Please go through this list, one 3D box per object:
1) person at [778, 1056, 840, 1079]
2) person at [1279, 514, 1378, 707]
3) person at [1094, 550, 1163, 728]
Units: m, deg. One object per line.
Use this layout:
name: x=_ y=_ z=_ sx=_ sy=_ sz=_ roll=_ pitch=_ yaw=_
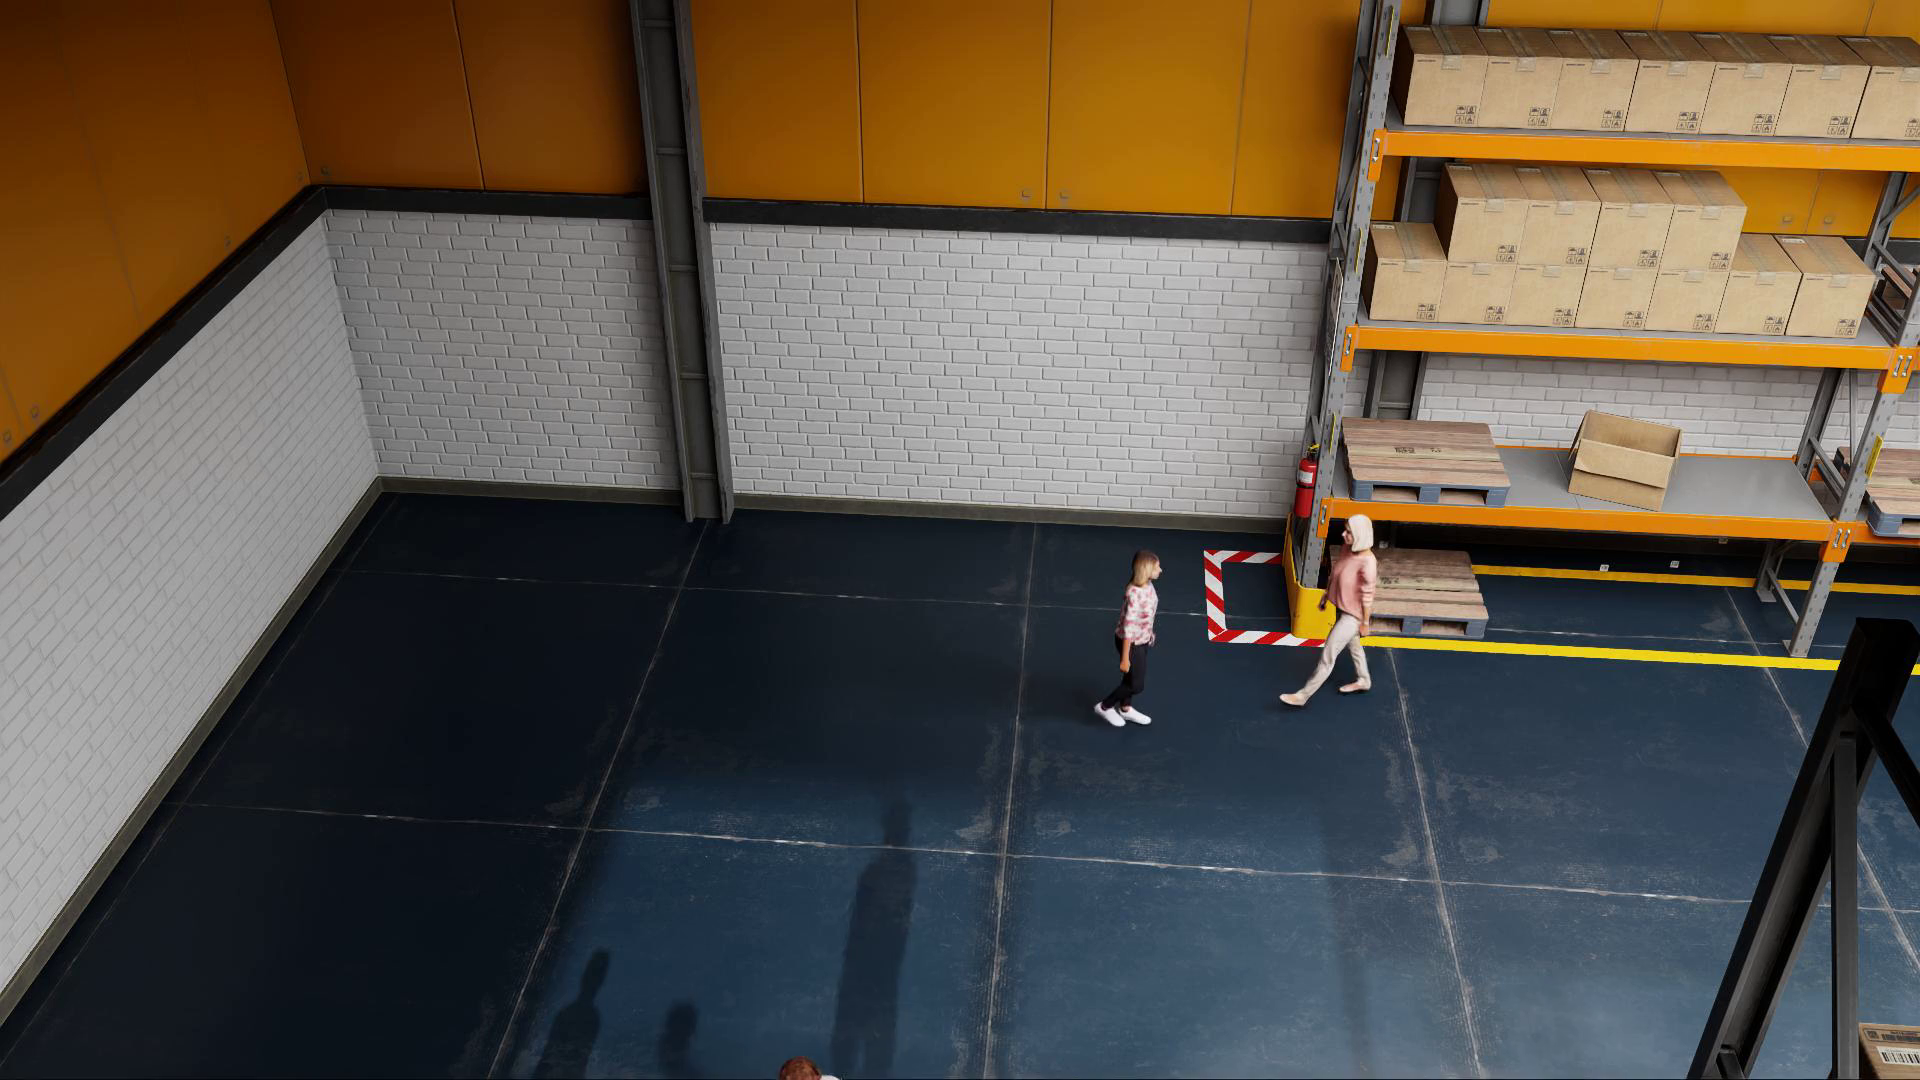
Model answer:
person: x=-0.787 y=3.177 z=8.530 sx=0.866 sy=1.865 sz=0.924 roll=-16 pitch=37 yaw=-22
person: x=3.042 y=0.533 z=12.669 sx=1.119 sy=1.687 sz=0.805 roll=-7 pitch=34 yaw=-11
person: x=1.218 y=0.736 z=12.430 sx=0.711 sy=1.614 sz=0.672 roll=8 pitch=34 yaw=12
